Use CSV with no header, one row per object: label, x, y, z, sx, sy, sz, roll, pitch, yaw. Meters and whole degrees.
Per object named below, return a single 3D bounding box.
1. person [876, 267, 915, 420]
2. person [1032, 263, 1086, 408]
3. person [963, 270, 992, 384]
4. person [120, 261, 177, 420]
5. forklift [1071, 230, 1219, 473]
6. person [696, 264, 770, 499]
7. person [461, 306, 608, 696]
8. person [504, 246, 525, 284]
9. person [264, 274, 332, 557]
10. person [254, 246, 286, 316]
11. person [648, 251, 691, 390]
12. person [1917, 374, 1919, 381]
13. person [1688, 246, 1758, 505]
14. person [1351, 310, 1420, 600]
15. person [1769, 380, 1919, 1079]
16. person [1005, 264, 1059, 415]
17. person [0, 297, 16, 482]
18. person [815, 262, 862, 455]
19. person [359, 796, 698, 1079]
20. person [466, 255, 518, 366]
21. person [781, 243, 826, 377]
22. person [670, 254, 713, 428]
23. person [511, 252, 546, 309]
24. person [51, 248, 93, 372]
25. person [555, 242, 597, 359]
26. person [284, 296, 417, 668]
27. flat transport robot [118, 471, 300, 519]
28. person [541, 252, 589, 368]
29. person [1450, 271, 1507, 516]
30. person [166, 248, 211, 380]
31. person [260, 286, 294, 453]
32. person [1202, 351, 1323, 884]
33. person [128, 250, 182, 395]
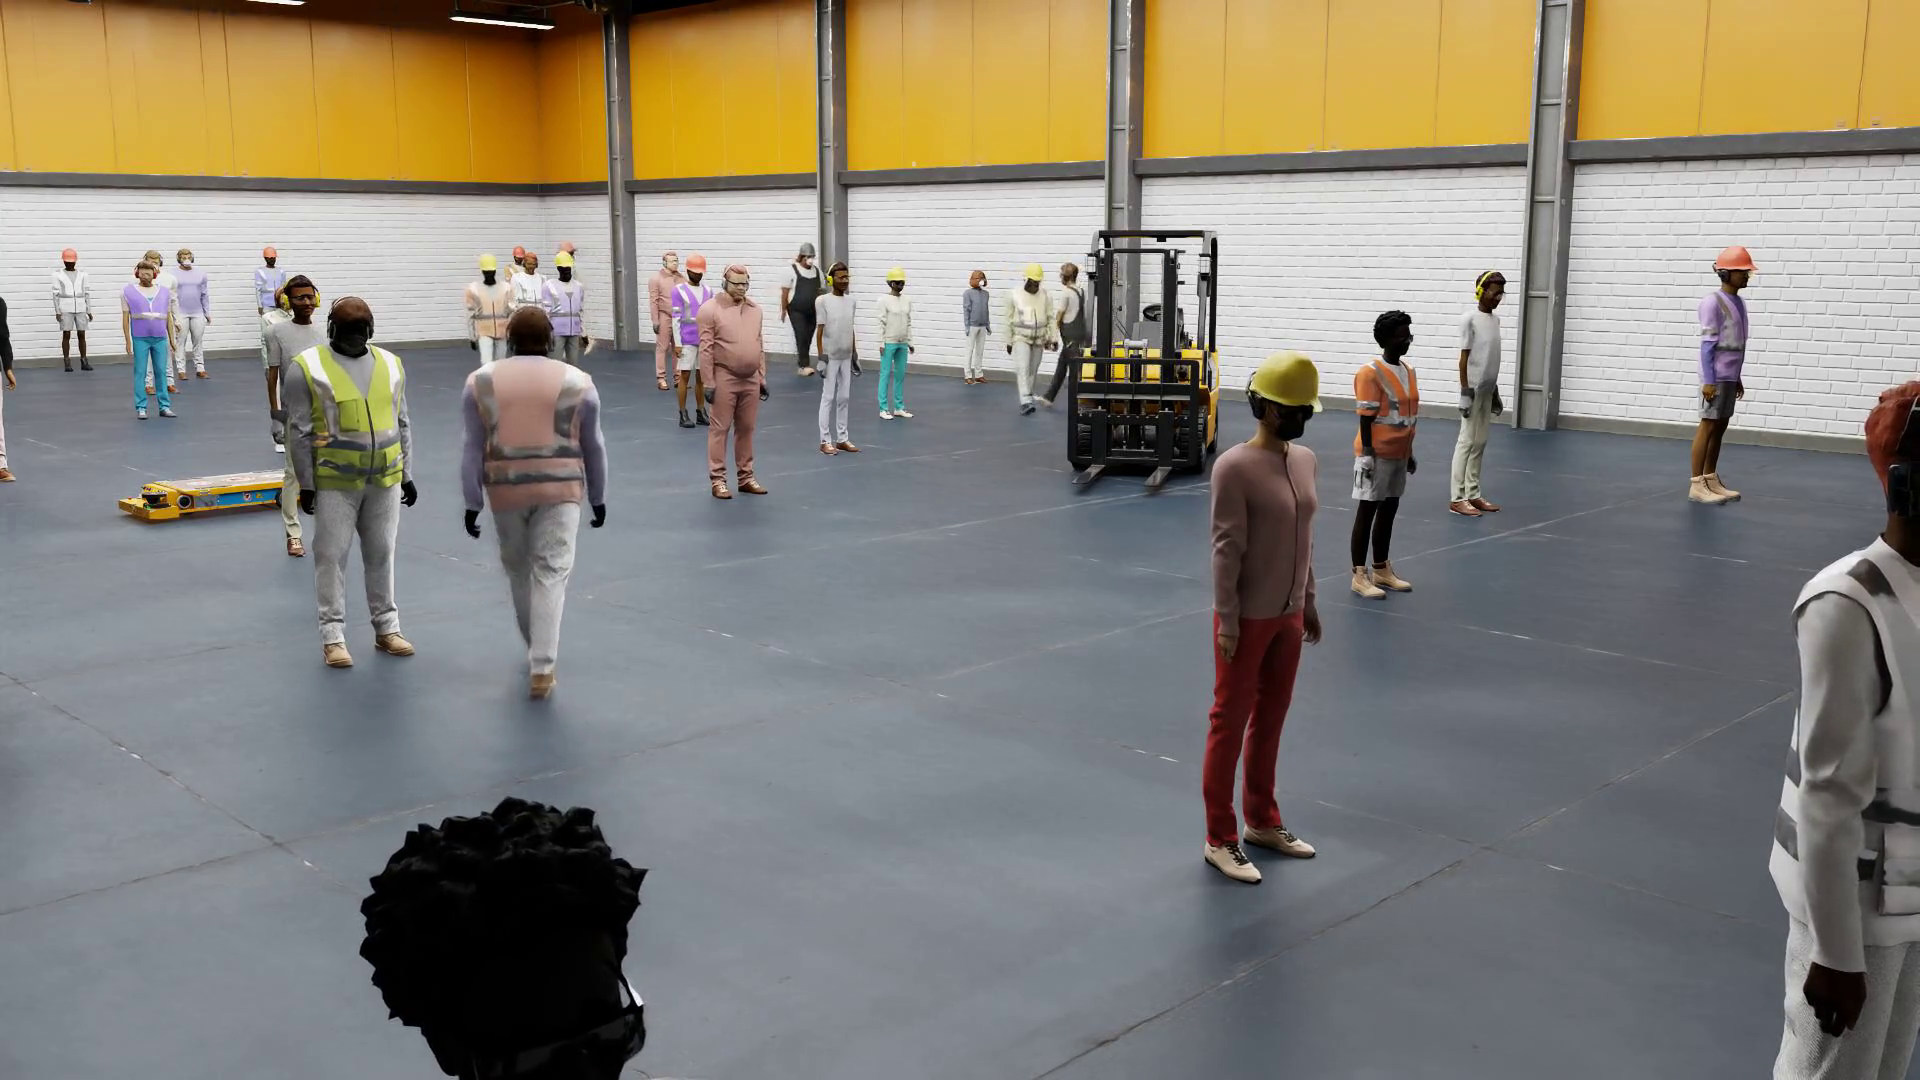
person,-0.746,-2.292,19.391,0.524,1.770,0.315,-10,14,-43
person,1.307,-2.469,20.287,0.970,1.794,0.512,6,12,28
person,0.250,-3.058,23.925,0.498,1.634,0.279,-10,14,-43
person,-9.463,-2.333,19.419,0.563,1.837,0.389,-10,14,-43
forklift,1.804,-1.825,15.677,1.214,2.155,2.313,2,11,13
person,-1.826,-1.294,13.586,0.639,1.902,0.406,-10,14,-43
person,-2.015,-0.215,7.976,0.655,1.793,0.960,-1,10,-6
person,-8.194,-4.496,30.972,0.542,1.927,0.374,-10,14,-43
person,-4.365,-0.833,11.152,0.521,1.874,0.328,-10,14,-43
person,-11.764,-4.047,28.487,0.542,1.939,0.361,-10,14,-43
person,-3.991,-3.037,23.068,0.639,1.911,0.406,-10,14,-43
person,4.368,-0.157,7.351,0.587,1.913,0.391,-10,14,-43
person,6.109,-1.313,13.292,0.605,2.045,0.378,-10,14,-43
person,2.523,-0.507,9.846,0.531,1.698,0.320,-10,14,-43
person,1.658,0.658,2.987,0.573,1.883,0.355,-10,14,-43
person,0.882,-2.386,19.861,0.584,1.776,0.869,-4,11,-20
person,-8.459,-1.466,14.290,0.611,1.985,0.393,-10,14,-43
person,-1.181,-1.768,16.275,0.521,1.864,0.328,-10,14,-43
person,-0.356,1.036,1.430,0.531,1.698,0.320,-10,14,-43
person,-5.636,-2.491,20.163,0.593,1.887,0.920,-5,11,-25
person,-2.288,-3.492,25.187,0.703,2.000,0.925,-7,13,-34
person,-2.942,-2.215,18.535,0.542,1.927,0.374,-10,14,-43
person,-6.270,-3.255,24.313,0.573,1.887,0.355,-10,14,-43
person,-13.944,-3.614,26.164,0.542,1.927,0.374,-10,14,-43
person,-6.650,-4.102,28.571,0.645,2.023,0.625,-1,10,-7
person,-3.015,-0.297,8.327,0.621,1.837,0.429,-10,14,-43
flat transport robot,-5.715,-0.372,13.004,1.431,0.197,0.652,-10,14,-44
person,-4.824,-2.553,20.371,0.585,1.929,0.370,-10,14,-43
person,3.995,-1.121,12.743,0.521,1.865,0.328,-10,14,-43
person,-11.430,-3.343,24.653,0.627,1.941,0.371,-10,14,-43
person,-6.626,-1.684,16.426,0.514,1.639,0.310,-10,14,-43
person,1.037,0.249,5.564,0.524,1.760,0.328,-10,14,-43
person,-10.790,-2.917,22.345,0.627,1.934,0.371,-10,14,-43
